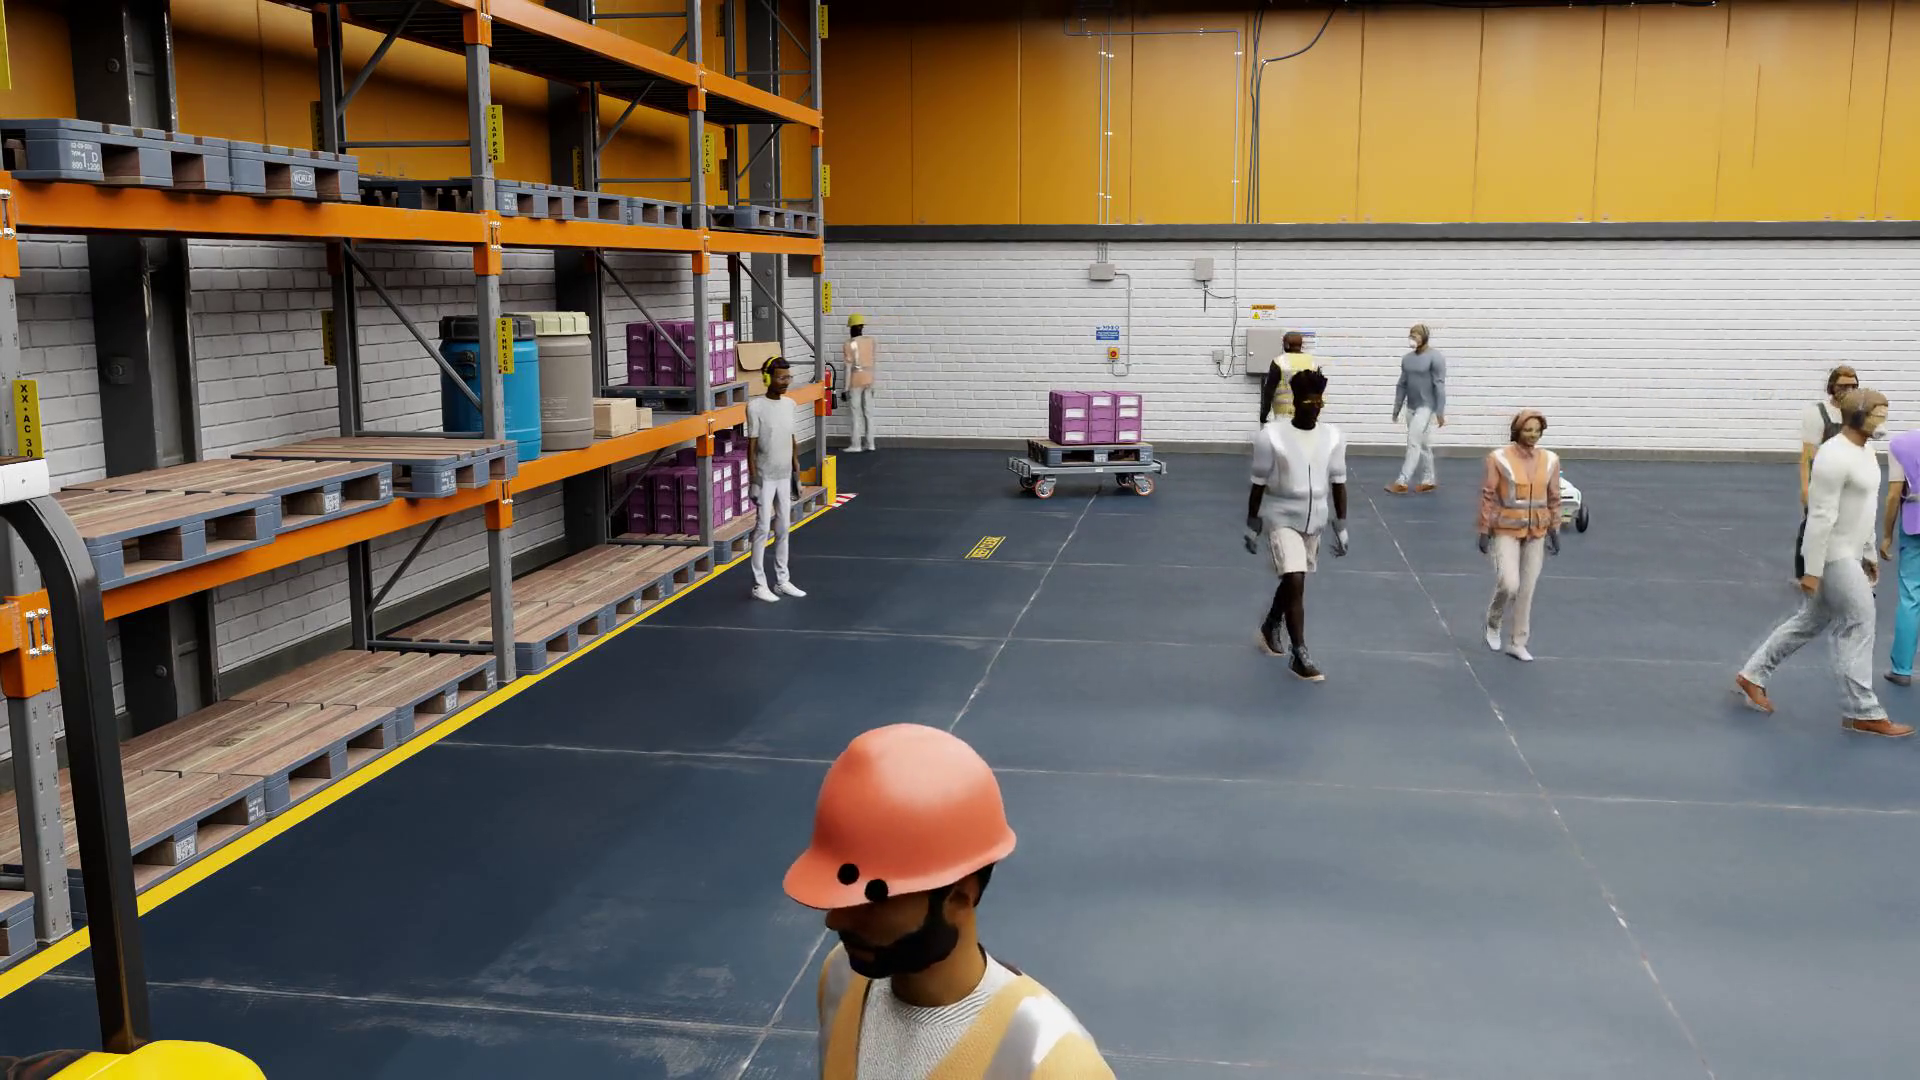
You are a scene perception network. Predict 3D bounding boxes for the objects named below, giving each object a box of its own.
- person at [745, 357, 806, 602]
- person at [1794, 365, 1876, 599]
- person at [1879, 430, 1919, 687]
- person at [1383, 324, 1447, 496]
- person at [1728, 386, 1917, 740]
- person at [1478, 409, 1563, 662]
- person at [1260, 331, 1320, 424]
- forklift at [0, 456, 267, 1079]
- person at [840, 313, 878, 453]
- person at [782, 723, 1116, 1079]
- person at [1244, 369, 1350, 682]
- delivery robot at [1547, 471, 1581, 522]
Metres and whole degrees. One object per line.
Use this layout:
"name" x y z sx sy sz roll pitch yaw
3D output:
"person" -1.411 -0.461 12.655 0.327 1.861 0.513 8 12 40
"person" 6.617 -0.418 12.578 0.536 1.788 0.979 0 9 1
"person" 5.836 -0.020 9.967 0.563 1.847 0.388 4 10 21
"person" 5.020 -1.439 18.544 0.920 1.900 0.652 -4 10 -21
"person" 4.777 0.094 9.174 0.970 1.900 0.641 8 12 40
"person" 3.605 -0.029 10.678 0.537 1.623 0.364 -2 9 -10
"person" 3.726 -1.479 19.077 0.630 1.818 0.762 -4 10 -24
"forklift" -2.328 0.975 2.765 2.313 2.155 1.214 1 9 9
"person" -1.400 -2.161 22.933 0.607 1.925 0.384 -9 13 -44
"person" -0.049 1.185 2.264 0.377 1.932 0.552 -8 12 -41
"person" 2.099 -0.133 10.497 0.603 1.914 0.995 -3 10 -17
"delivery robot" 5.794 -0.431 16.188 0.477 0.478 0.707 1 9 7
